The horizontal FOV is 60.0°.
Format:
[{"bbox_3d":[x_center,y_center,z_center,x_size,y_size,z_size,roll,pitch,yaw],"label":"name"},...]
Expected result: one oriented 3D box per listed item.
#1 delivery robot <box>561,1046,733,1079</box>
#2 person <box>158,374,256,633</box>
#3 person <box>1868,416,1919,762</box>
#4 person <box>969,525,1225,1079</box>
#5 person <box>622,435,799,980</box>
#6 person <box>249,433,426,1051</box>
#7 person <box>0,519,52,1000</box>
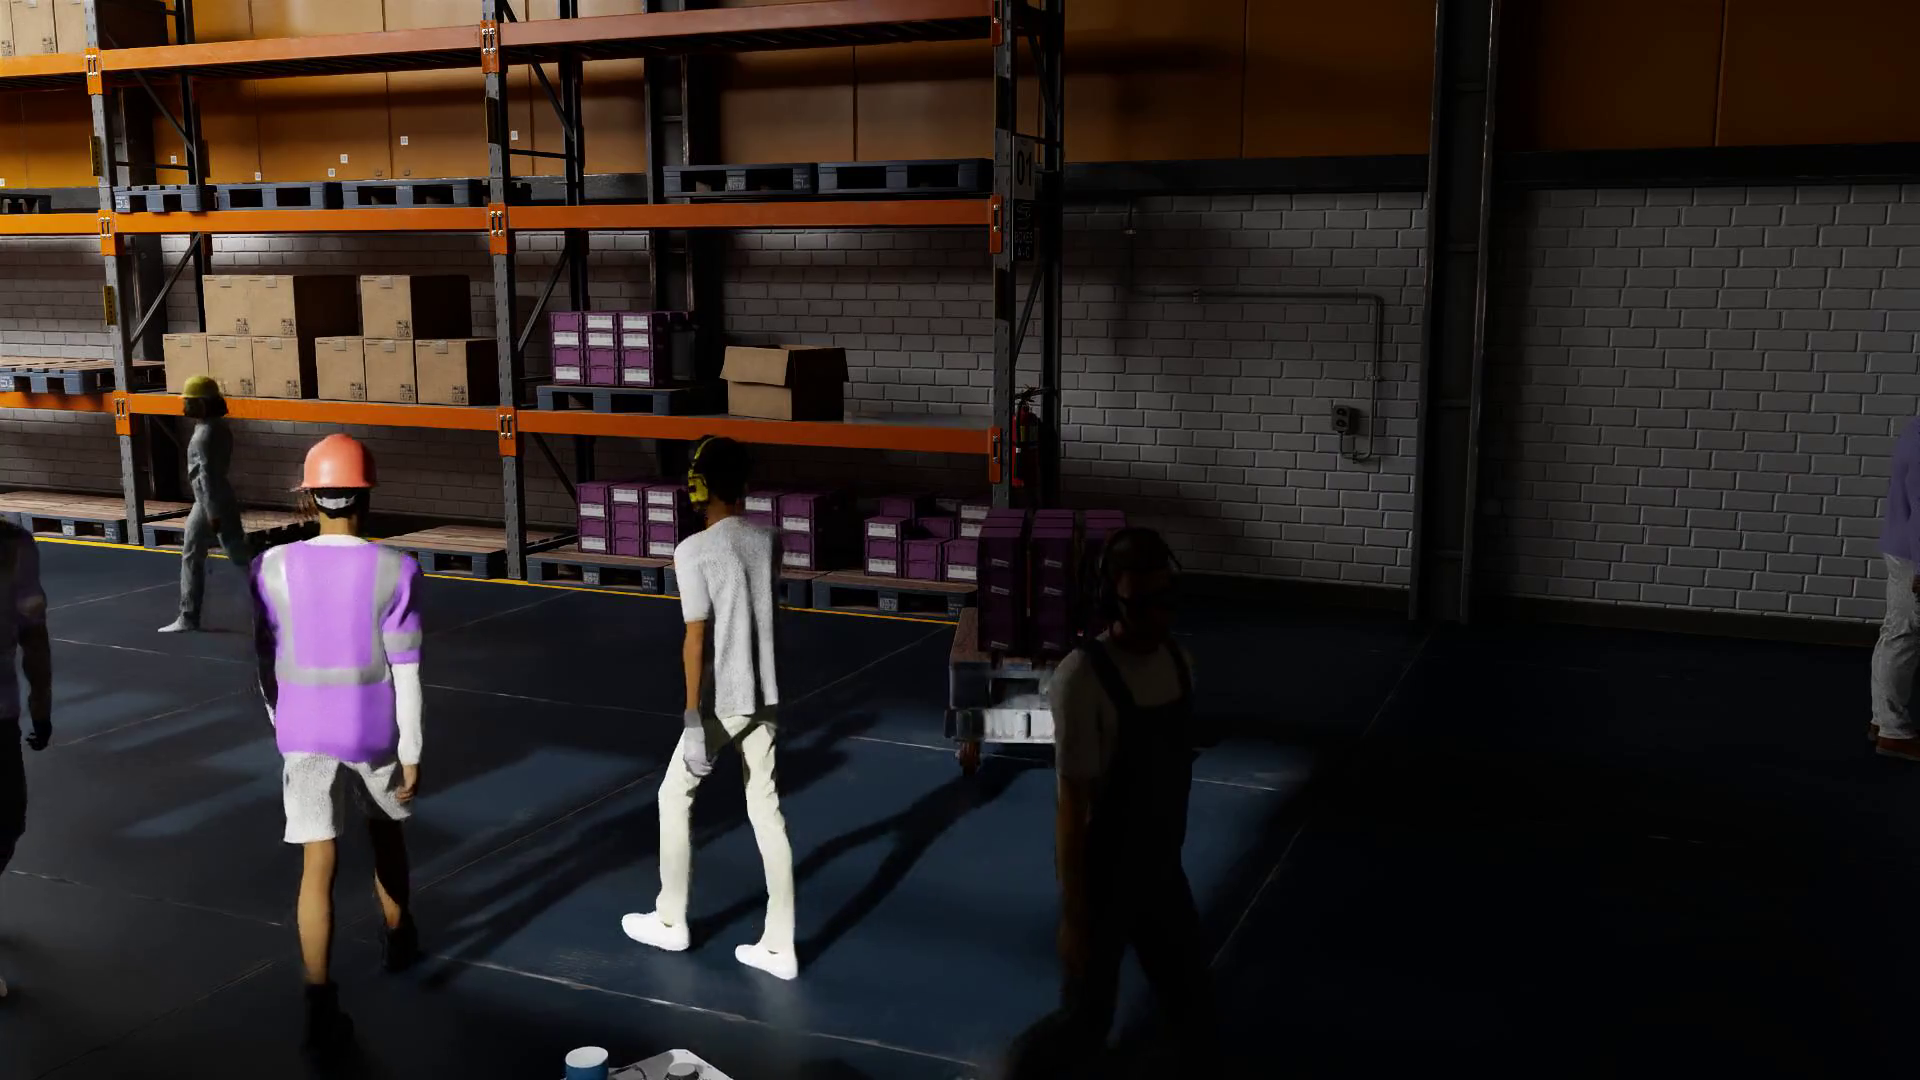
[{"bbox_3d":[-0.877,1.449,3.953,0.707,0.478,0.477,-8,13,-41],"label":"delivery robot"},{"bbox_3d":[-4.822,-0.236,10.882,0.842,1.714,0.489,-1,9,-4],"label":"person"},{"bbox_3d":[4.722,0.101,8.179,0.375,1.936,0.628,5,11,26],"label":"person"},{"bbox_3d":[0.378,0.843,4.143,0.886,1.813,0.523,9,13,44],"label":"person"},{"bbox_3d":[-0.870,0.560,5.713,0.840,1.833,0.526,8,12,39],"label":"person"},{"bbox_3d":[-1.965,0.608,5.312,0.541,1.895,0.966,-2,10,-12],"label":"person"},{"bbox_3d":[-3.392,0.546,5.610,0.591,1.908,0.704,-8,13,-41],"label":"person"}]
